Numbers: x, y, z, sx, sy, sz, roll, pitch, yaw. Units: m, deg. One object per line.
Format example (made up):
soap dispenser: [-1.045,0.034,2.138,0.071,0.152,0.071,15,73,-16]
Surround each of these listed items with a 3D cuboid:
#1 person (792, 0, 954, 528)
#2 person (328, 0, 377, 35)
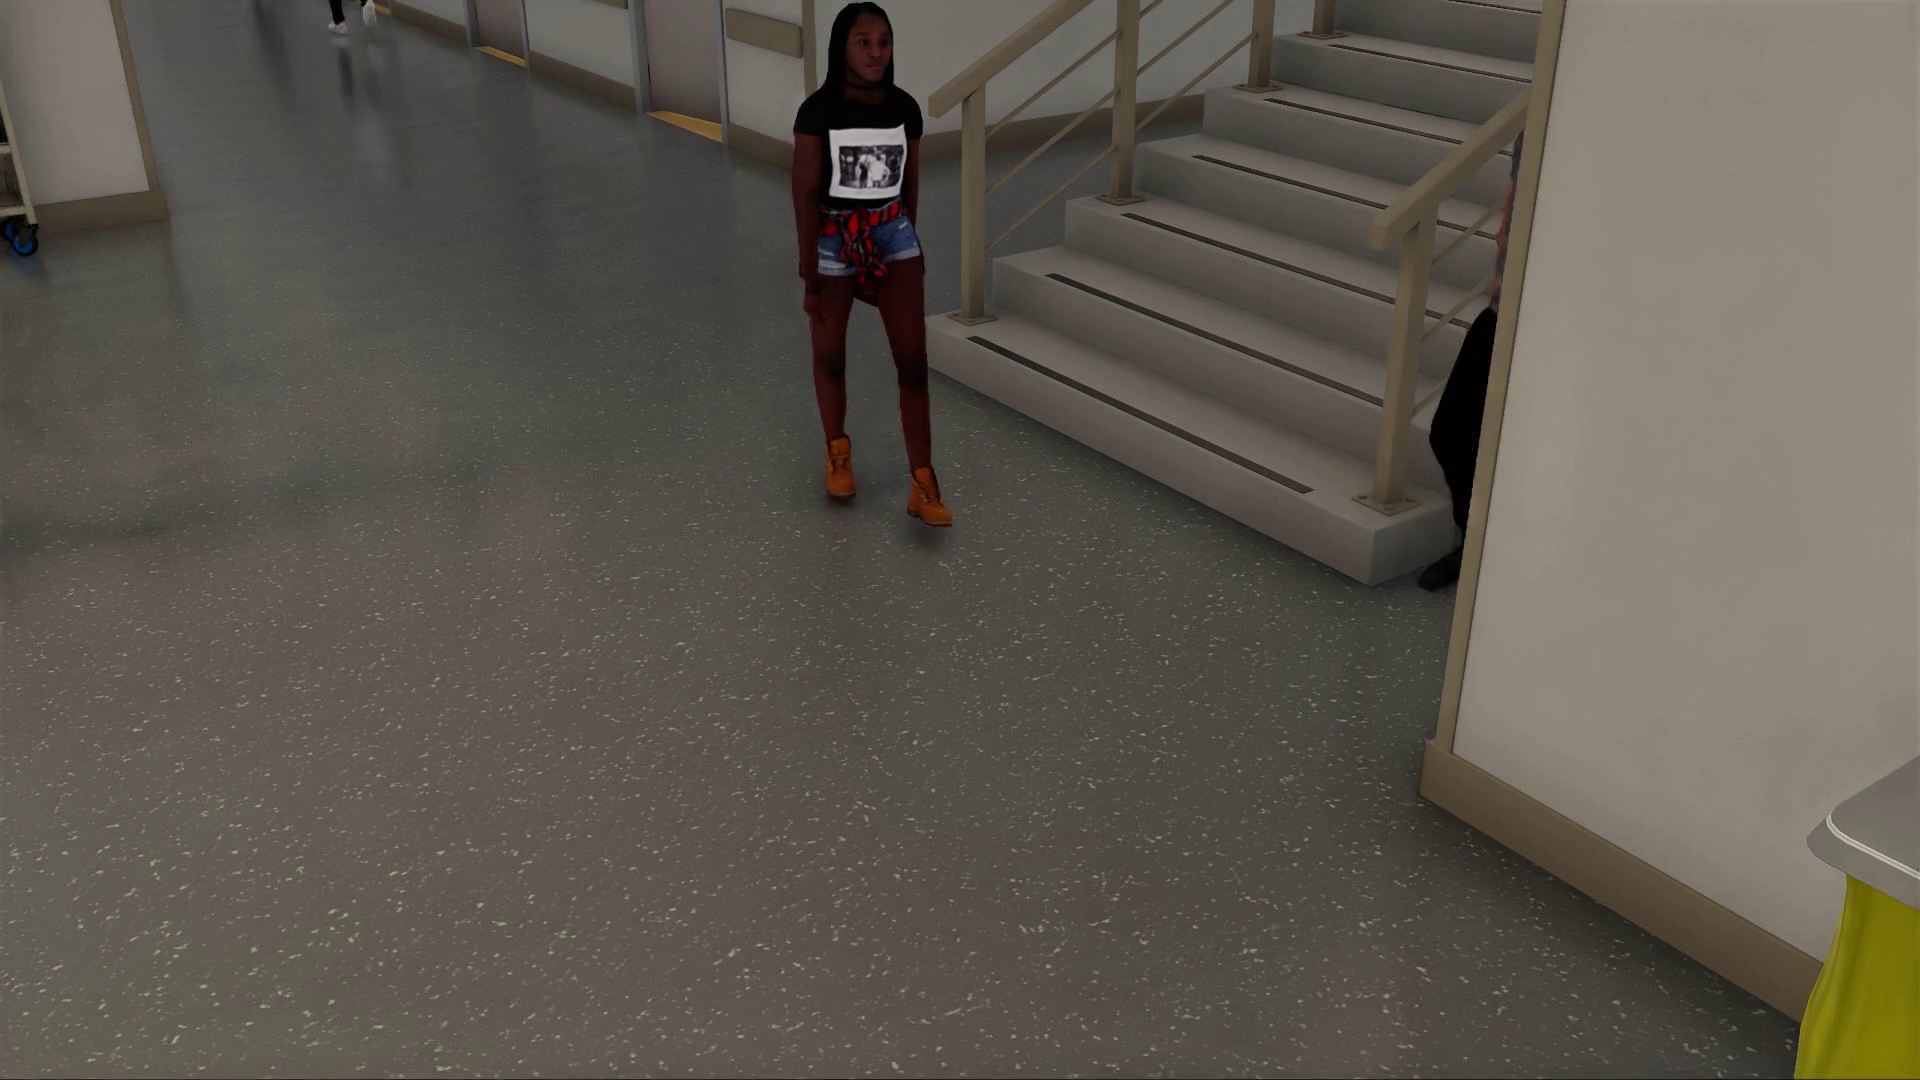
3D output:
person: [-0.374,-0.927,5.616,0.975,1.695,0.847,-8,27,-15]
person: [-5.507,-5.385,14.752,0.996,1.788,0.766,-22,33,-38]
